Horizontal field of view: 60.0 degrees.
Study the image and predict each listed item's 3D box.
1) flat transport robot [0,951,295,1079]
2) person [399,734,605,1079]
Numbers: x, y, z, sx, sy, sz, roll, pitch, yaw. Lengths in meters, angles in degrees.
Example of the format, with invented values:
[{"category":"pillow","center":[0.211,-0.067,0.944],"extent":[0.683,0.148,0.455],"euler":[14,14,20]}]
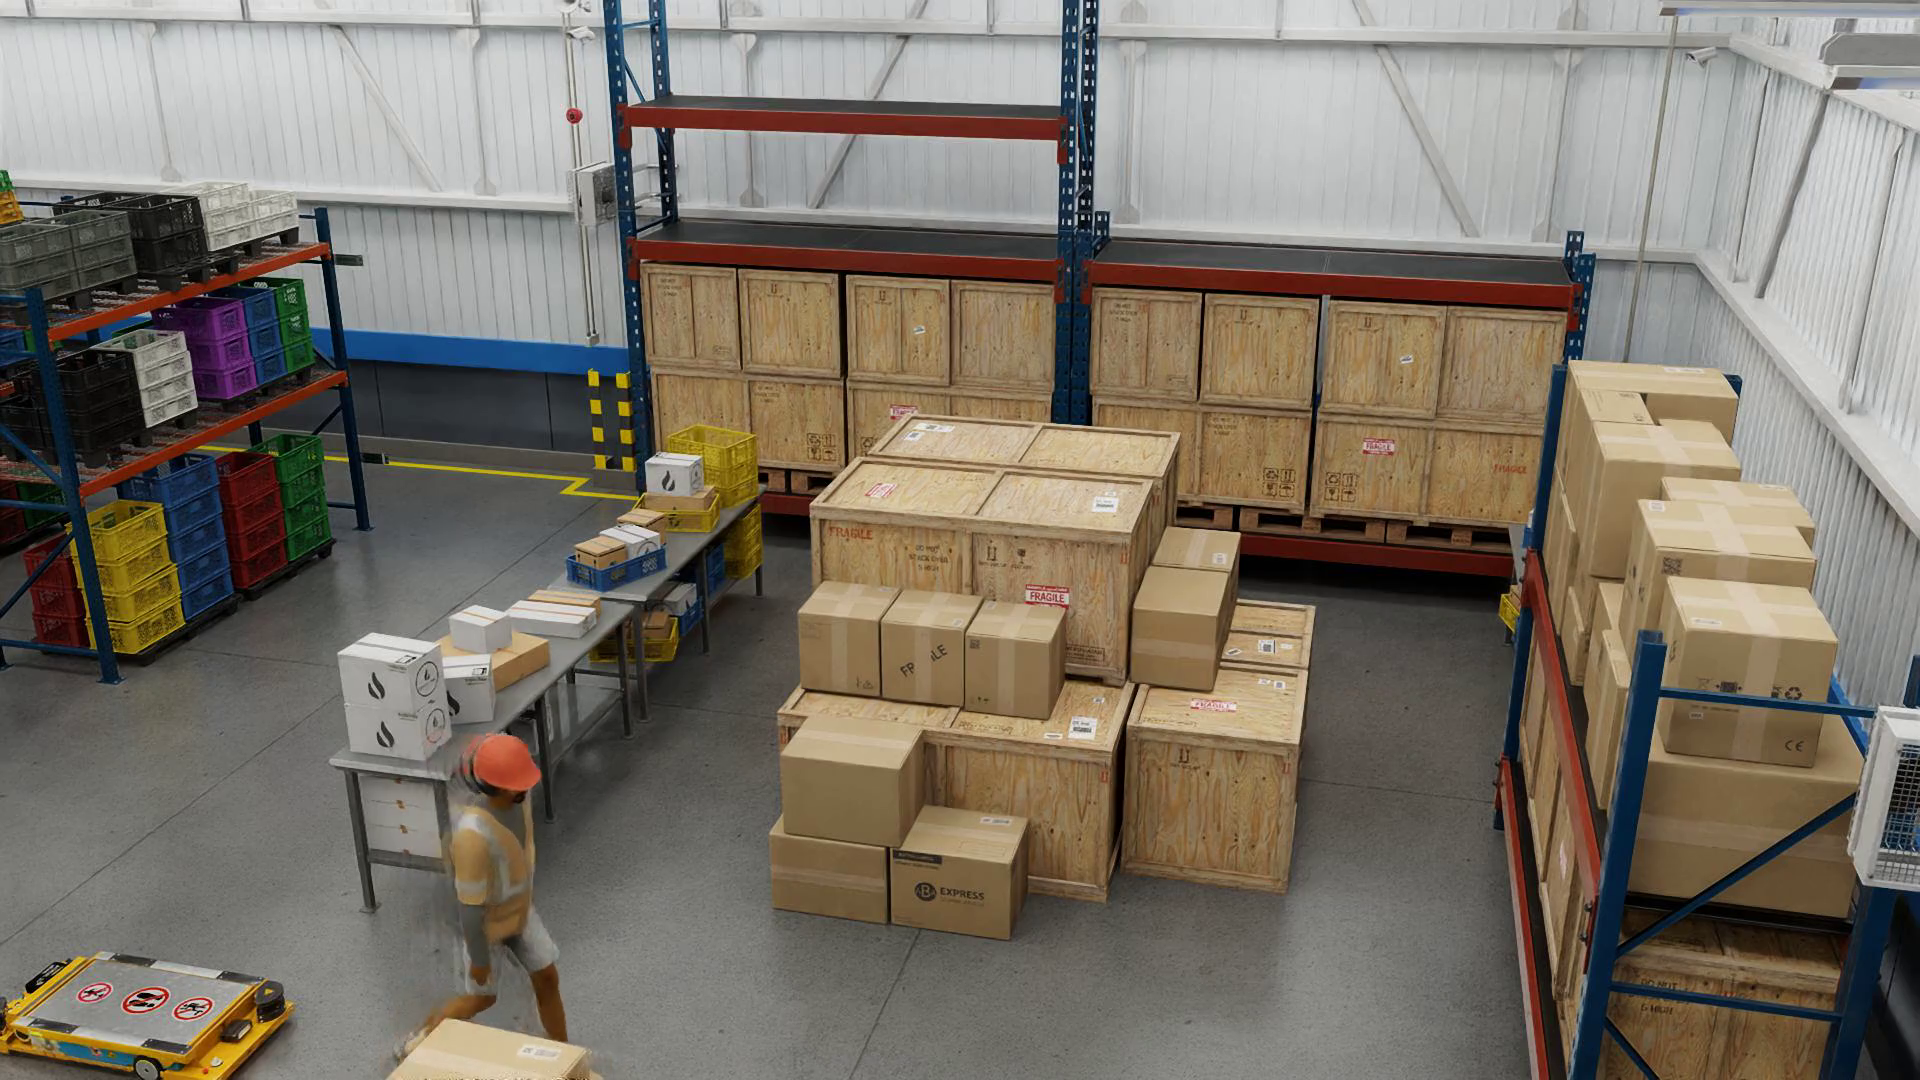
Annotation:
[{"category":"flat transport robot","center":[-4.270,2.464,8.601],"extent":[1.431,0.231,0.659],"euler":[5,22,13]},{"category":"person","center":[-2.262,1.786,7.976],"extent":[0.983,1.992,0.655],"euler":[5,22,14]}]
